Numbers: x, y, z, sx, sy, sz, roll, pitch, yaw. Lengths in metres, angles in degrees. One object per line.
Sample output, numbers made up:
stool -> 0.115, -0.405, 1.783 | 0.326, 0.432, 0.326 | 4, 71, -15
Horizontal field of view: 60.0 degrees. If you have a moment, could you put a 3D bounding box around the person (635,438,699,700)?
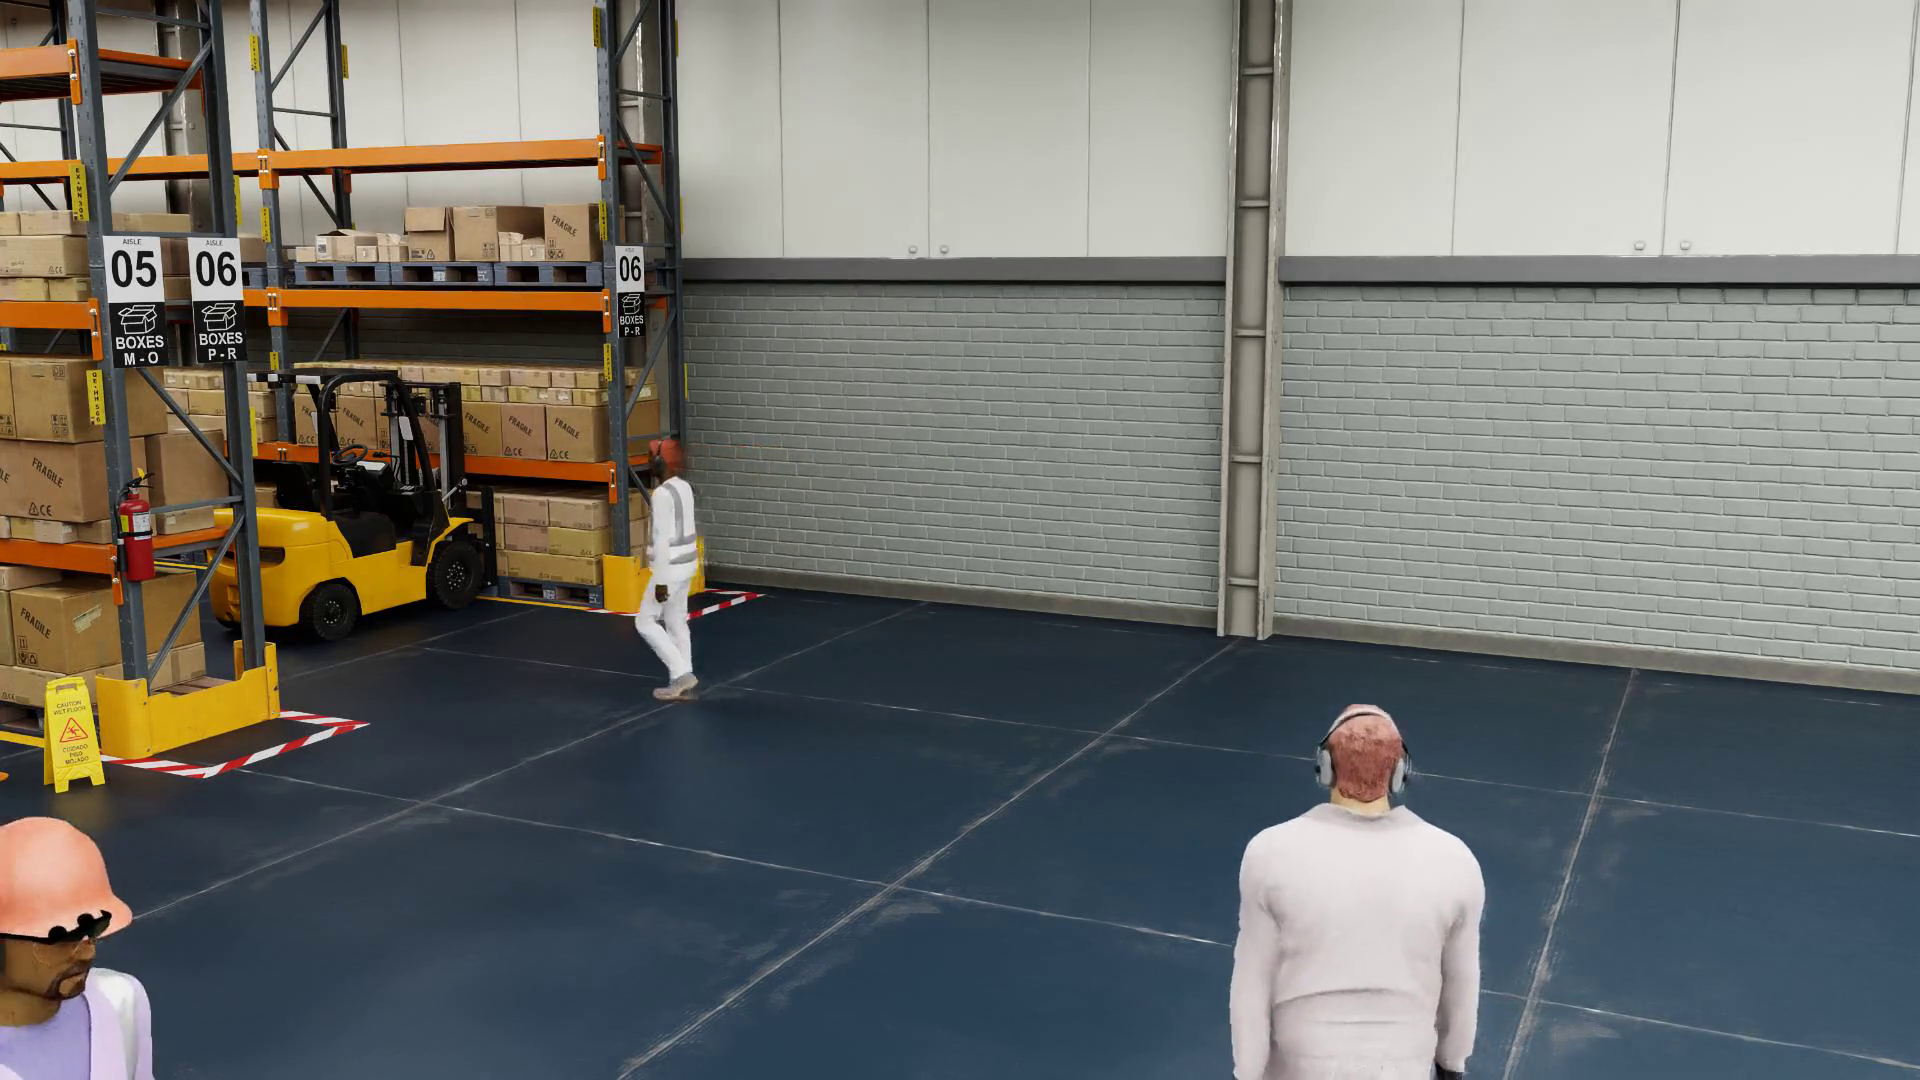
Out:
person -> -2.044, 0.219, 11.607 | 0.421, 1.865, 0.600 | 2, 9, 9

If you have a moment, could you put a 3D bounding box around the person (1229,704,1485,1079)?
person -> 1.058, 1.361, 4.551 | 0.668, 1.883, 0.664 | 1, 9, 4

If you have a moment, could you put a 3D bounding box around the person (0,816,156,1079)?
person -> -1.802, 1.507, 3.218 | 0.741, 2.025, 0.630 | 3, 10, 19
